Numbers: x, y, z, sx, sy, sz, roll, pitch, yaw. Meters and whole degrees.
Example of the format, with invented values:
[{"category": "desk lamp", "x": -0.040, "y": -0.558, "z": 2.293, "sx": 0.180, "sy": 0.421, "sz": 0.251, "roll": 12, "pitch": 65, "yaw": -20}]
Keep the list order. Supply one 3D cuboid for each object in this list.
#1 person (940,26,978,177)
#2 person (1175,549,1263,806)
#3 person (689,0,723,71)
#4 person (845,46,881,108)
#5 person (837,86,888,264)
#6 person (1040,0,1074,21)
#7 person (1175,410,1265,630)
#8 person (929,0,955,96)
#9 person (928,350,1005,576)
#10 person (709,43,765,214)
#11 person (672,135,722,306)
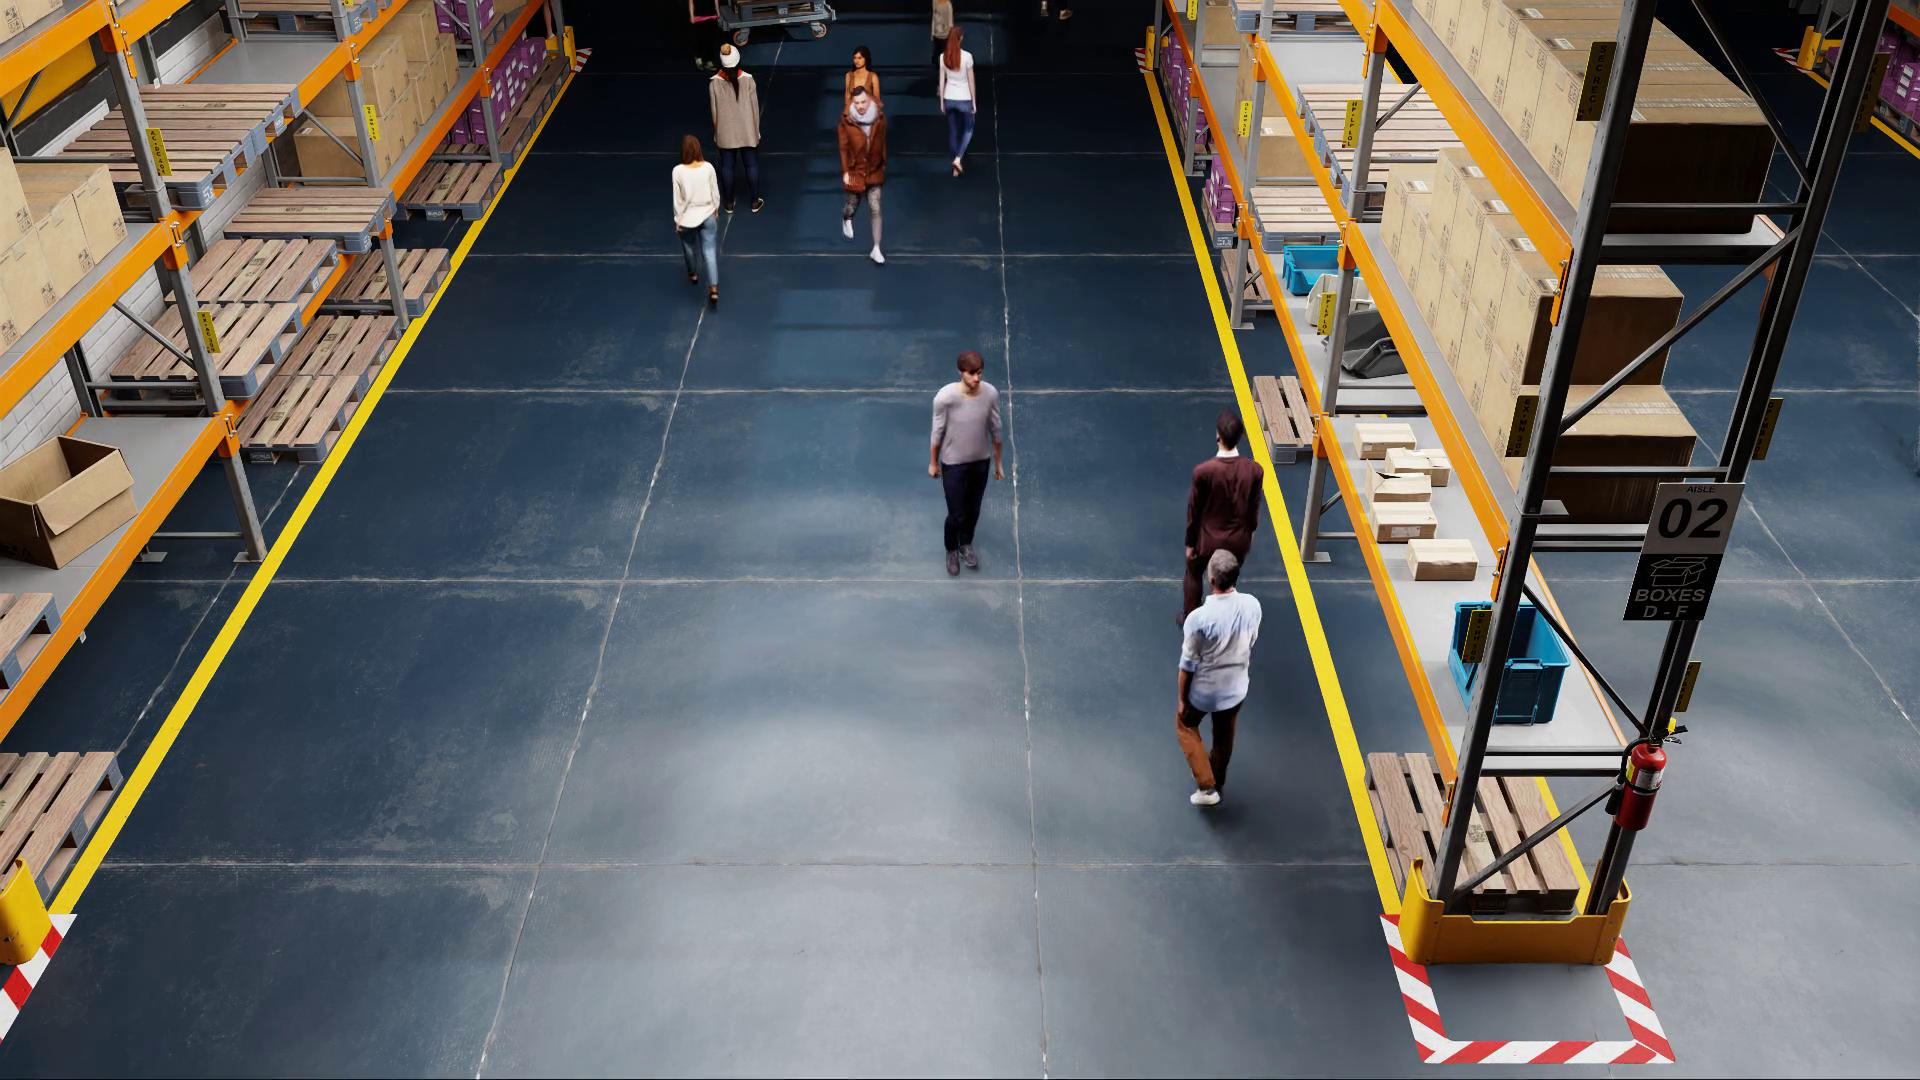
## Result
[{"category": "person", "x": -0.045, "y": -4.942, "z": 18.918, "sx": 0.684, "sy": 1.730, "sz": 0.821, "roll": 8, "pitch": 34, "yaw": 12}, {"category": "person", "x": 1.576, "y": 0.907, "z": 10.037, "sx": 0.816, "sy": 1.820, "sz": 0.849, "roll": -10, "pitch": 35, "yaw": -15}, {"category": "person", "x": -3.465, "y": -7.096, "z": 22.330, "sx": 0.665, "sy": 1.542, "sz": 0.723, "roll": -24, "pitch": 40, "yaw": -31}, {"category": "person", "x": -1.077, "y": -4.681, "z": 18.562, "sx": 0.617, "sy": 1.690, "sz": 0.603, "roll": 10, "pitch": 35, "yaw": 15}, {"category": "person", "x": -1.037, "y": -3.797, "z": 17.127, "sx": 0.954, "sy": 1.806, "sz": 1.230, "roll": -12, "pitch": 35, "yaw": -17}, {"category": "person", "x": 1.409, "y": -8.469, "z": 24.084, "sx": 0.916, "sy": 1.885, "sz": 1.029, "roll": 20, "pitch": 38, "yaw": 27}, {"category": "person", "x": 1.801, "y": 0.026, "z": 11.337, "sx": 0.676, "sy": 1.849, "sz": 0.716, "roll": -1, "pitch": 34, "yaw": -1}, {"category": "person", "x": -0.161, "y": -6.522, "z": 21.541, "sx": 0.745, "sy": 1.459, "sz": 0.683, "roll": -27, "pitch": 42, "yaw": -35}, {"category": "person", "x": 0.009, "y": -0.628, "z": 12.339, "sx": 0.787, "sy": 1.828, "sz": 0.789, "roll": -12, "pitch": 35, "yaw": -17}, {"category": "person", "x": -2.440, "y": -4.491, "z": 18.096, "sx": 0.690, "sy": 1.890, "sz": 0.665, "roll": -2, "pitch": 34, "yaw": -4}, {"category": "person", "x": -2.533, "y": -3.078, "z": 16.199, "sx": 0.860, "sy": 1.635, "sz": 1.161, "roll": -10, "pitch": 35, "yaw": -15}]
